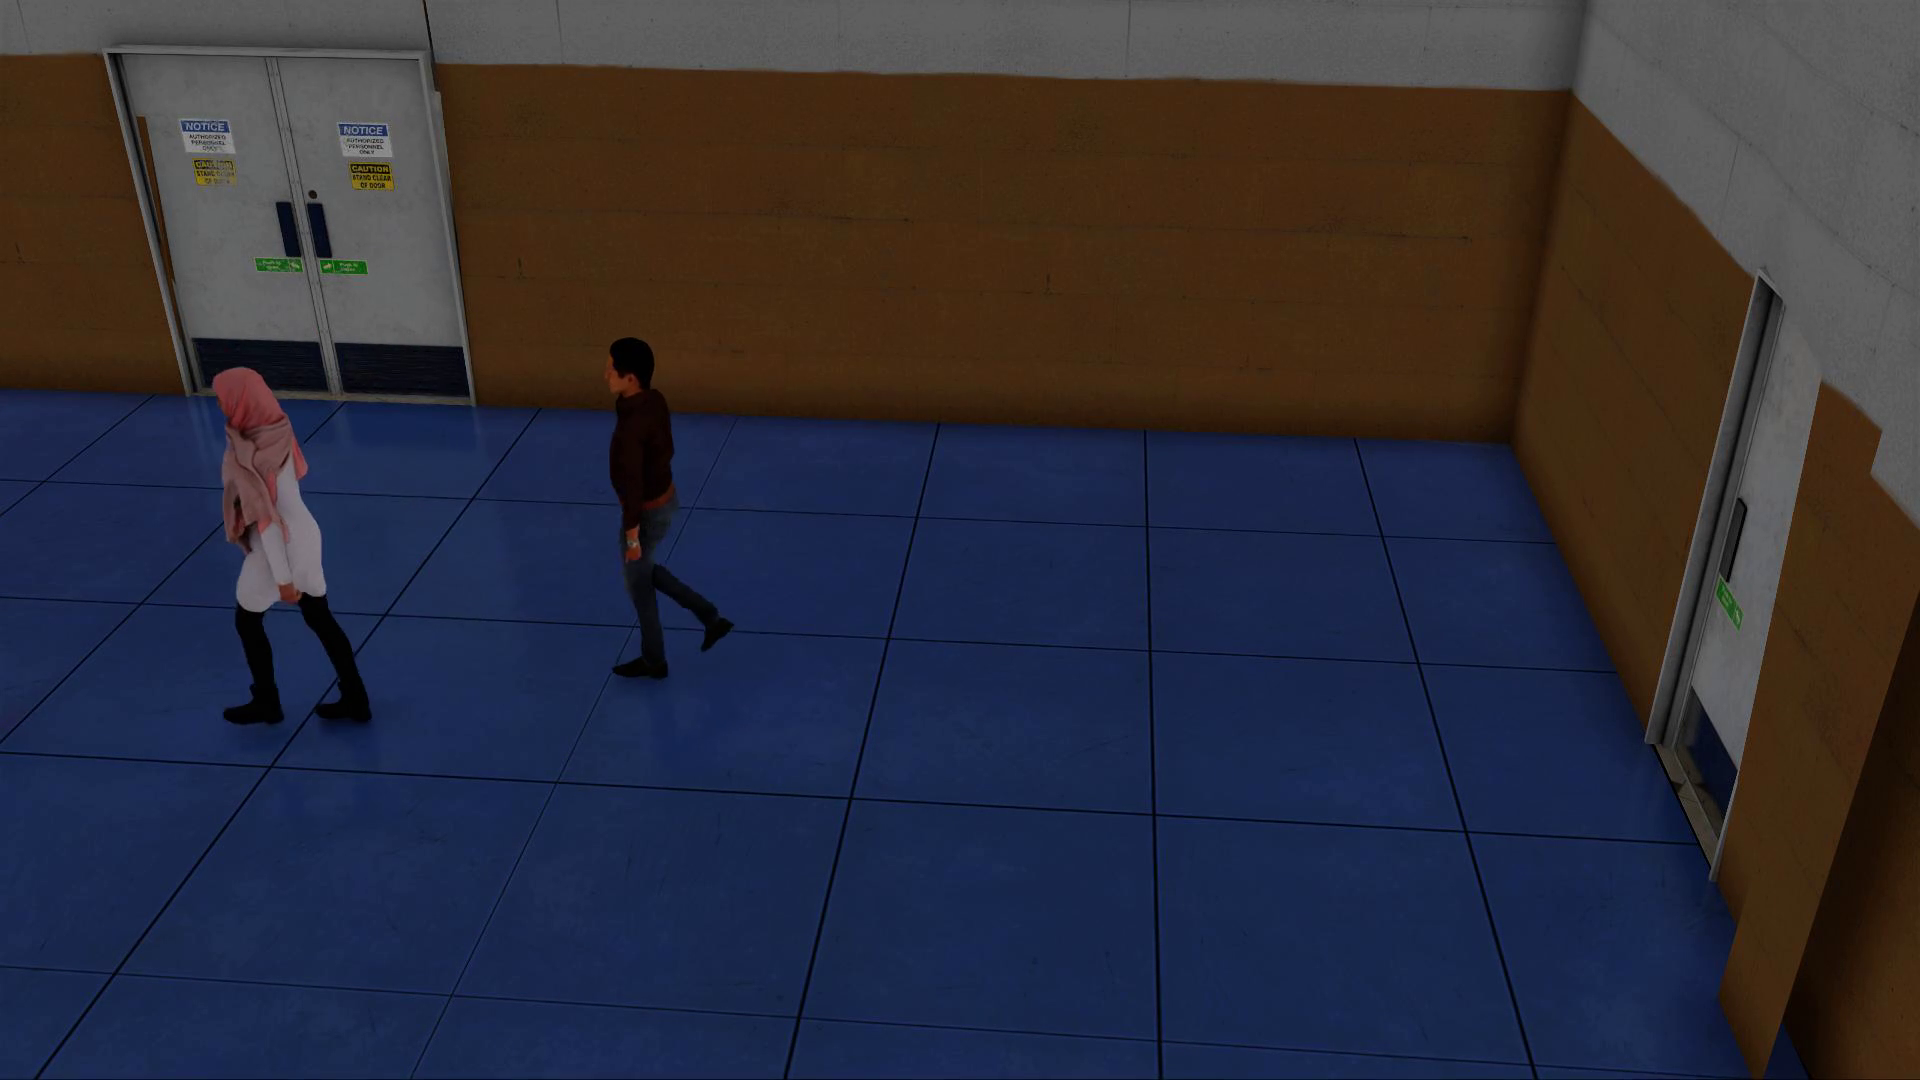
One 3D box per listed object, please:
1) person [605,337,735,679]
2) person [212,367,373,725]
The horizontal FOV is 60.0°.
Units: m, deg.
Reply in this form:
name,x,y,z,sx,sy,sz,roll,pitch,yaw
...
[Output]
name,x,y,z,sx,sy,sz,roll,pitch,yaw
person,-1.383,-0.115,7.800,0.707,1.765,0.743,2,29,4
person,-2.927,0.072,7.445,0.686,1.778,0.808,4,29,6
